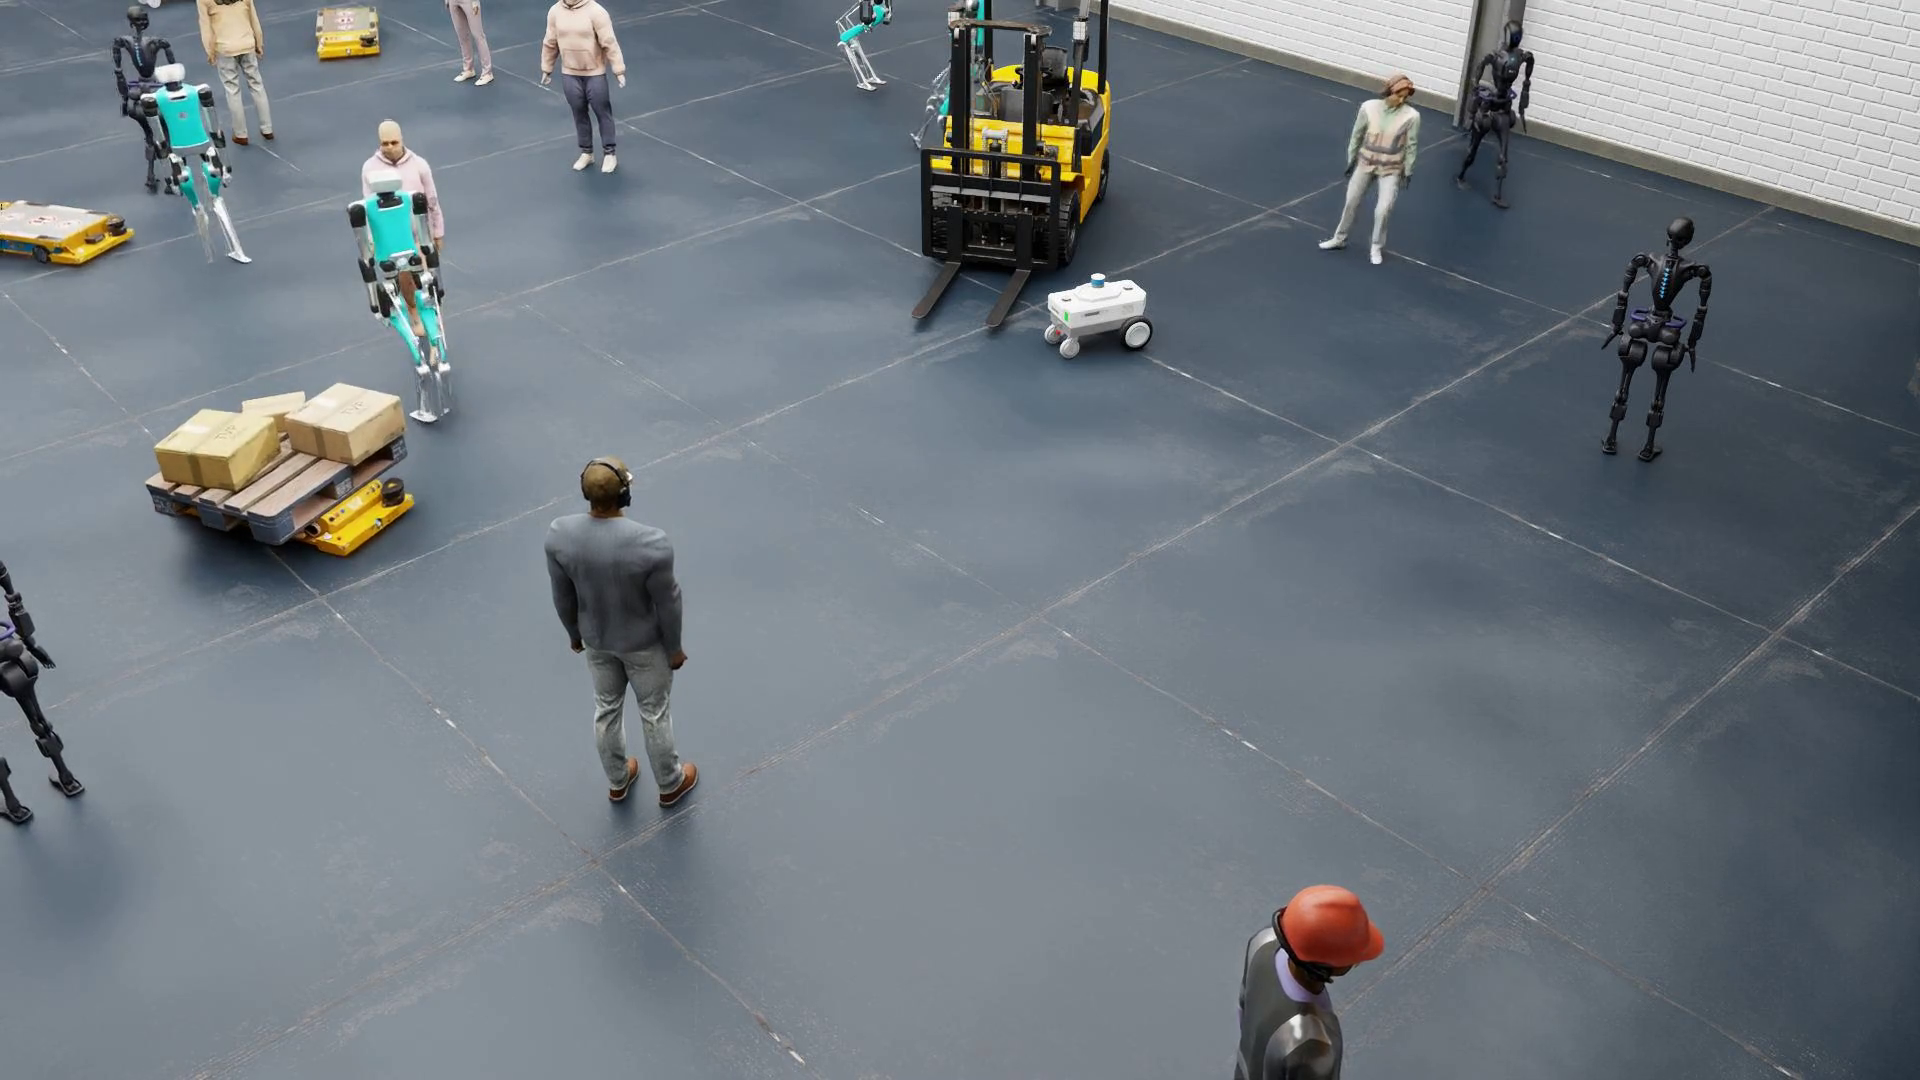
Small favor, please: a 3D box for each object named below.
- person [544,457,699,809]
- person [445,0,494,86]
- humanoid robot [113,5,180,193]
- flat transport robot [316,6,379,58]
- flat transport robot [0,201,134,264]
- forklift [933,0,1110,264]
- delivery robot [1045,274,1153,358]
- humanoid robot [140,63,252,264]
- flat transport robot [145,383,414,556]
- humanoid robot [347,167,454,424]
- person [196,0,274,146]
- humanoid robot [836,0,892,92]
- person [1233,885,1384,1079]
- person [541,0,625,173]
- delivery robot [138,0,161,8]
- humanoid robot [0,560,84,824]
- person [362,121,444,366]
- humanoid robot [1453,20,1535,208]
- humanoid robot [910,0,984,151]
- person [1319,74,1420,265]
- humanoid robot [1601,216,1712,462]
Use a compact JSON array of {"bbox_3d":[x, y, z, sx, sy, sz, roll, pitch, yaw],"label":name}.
[{"bbox_3d":[-1.605,0.463,7.932,0.627,1.939,0.376,7,34,11],"label":"person"},{"bbox_3d":[-5.278,-5.709,17.585,0.515,1.759,0.328,18,37,26],"label":"person"},{"bbox_3d":[-7.294,-3.958,14.970,0.592,1.637,0.384,-4,33,-5],"label":"humanoid robot"},{"bbox_3d":[-7.065,-5.874,19.201,0.659,0.231,1.431,-9,34,-14],"label":"flat transport robot"},{"bbox_3d":[-7.895,-2.637,14.226,1.431,0.231,0.659,10,34,15],"label":"flat transport robot"},{"bbox_3d":[0.570,-3.725,14.138,1.214,2.155,2.313,9,34,13],"label":"forklift"},{"bbox_3d":[1.025,-1.715,12.539,0.765,0.585,0.499,-13,35,-19],"label":"delivery robot"},{"bbox_3d":[-6.210,-2.998,13.515,0.541,1.869,0.766,-16,36,-23],"label":"humanoid robot"},{"bbox_3d":[-4.281,-0.278,10.601,1.431,0.231,0.659,13,35,20],"label":"flat transport robot"},{"bbox_3d":[-3.676,-1.581,11.260,0.545,1.786,0.749,-22,39,-30],"label":"humanoid robot"},{"bbox_3d":[-6.980,-4.750,16.018,0.564,1.869,0.392,-27,42,-35],"label":"person"},{"bbox_3d":[-1.011,-5.534,17.212,0.735,1.676,0.533,16,36,23],"label":"humanoid robot"},{"bbox_3d":[1.110,1.923,5.594,0.392,2.041,0.610,-4,33,-6],"label":"person"},{"bbox_3d":[-3.476,-4.354,15.412,0.814,1.856,0.437,6,33,8],"label":"person"},{"bbox_3d":[-9.788,-6.933,20.584,0.499,0.614,0.791,25,41,33],"label":"delivery robot"},{"bbox_3d":[-4.672,0.605,7.954,0.361,1.646,0.610,19,38,27],"label":"humanoid robot"},{"bbox_3d":[-4.068,-2.217,12.235,0.537,1.758,0.820,-6,34,-9],"label":"person"},{"bbox_3d":[4.764,-3.836,14.823,0.594,1.625,0.760,-6,34,-9],"label":"humanoid robot"},{"bbox_3d":[-0.161,-4.443,15.695,0.898,1.803,0.558,8,34,12],"label":"humanoid robot"},{"bbox_3d":[3.381,-3.052,13.635,0.681,1.601,0.328,19,37,26],"label":"person"},{"bbox_3d":[4.541,-1.327,10.908,0.599,1.657,0.315,17,37,25],"label":"humanoid robot"}]
